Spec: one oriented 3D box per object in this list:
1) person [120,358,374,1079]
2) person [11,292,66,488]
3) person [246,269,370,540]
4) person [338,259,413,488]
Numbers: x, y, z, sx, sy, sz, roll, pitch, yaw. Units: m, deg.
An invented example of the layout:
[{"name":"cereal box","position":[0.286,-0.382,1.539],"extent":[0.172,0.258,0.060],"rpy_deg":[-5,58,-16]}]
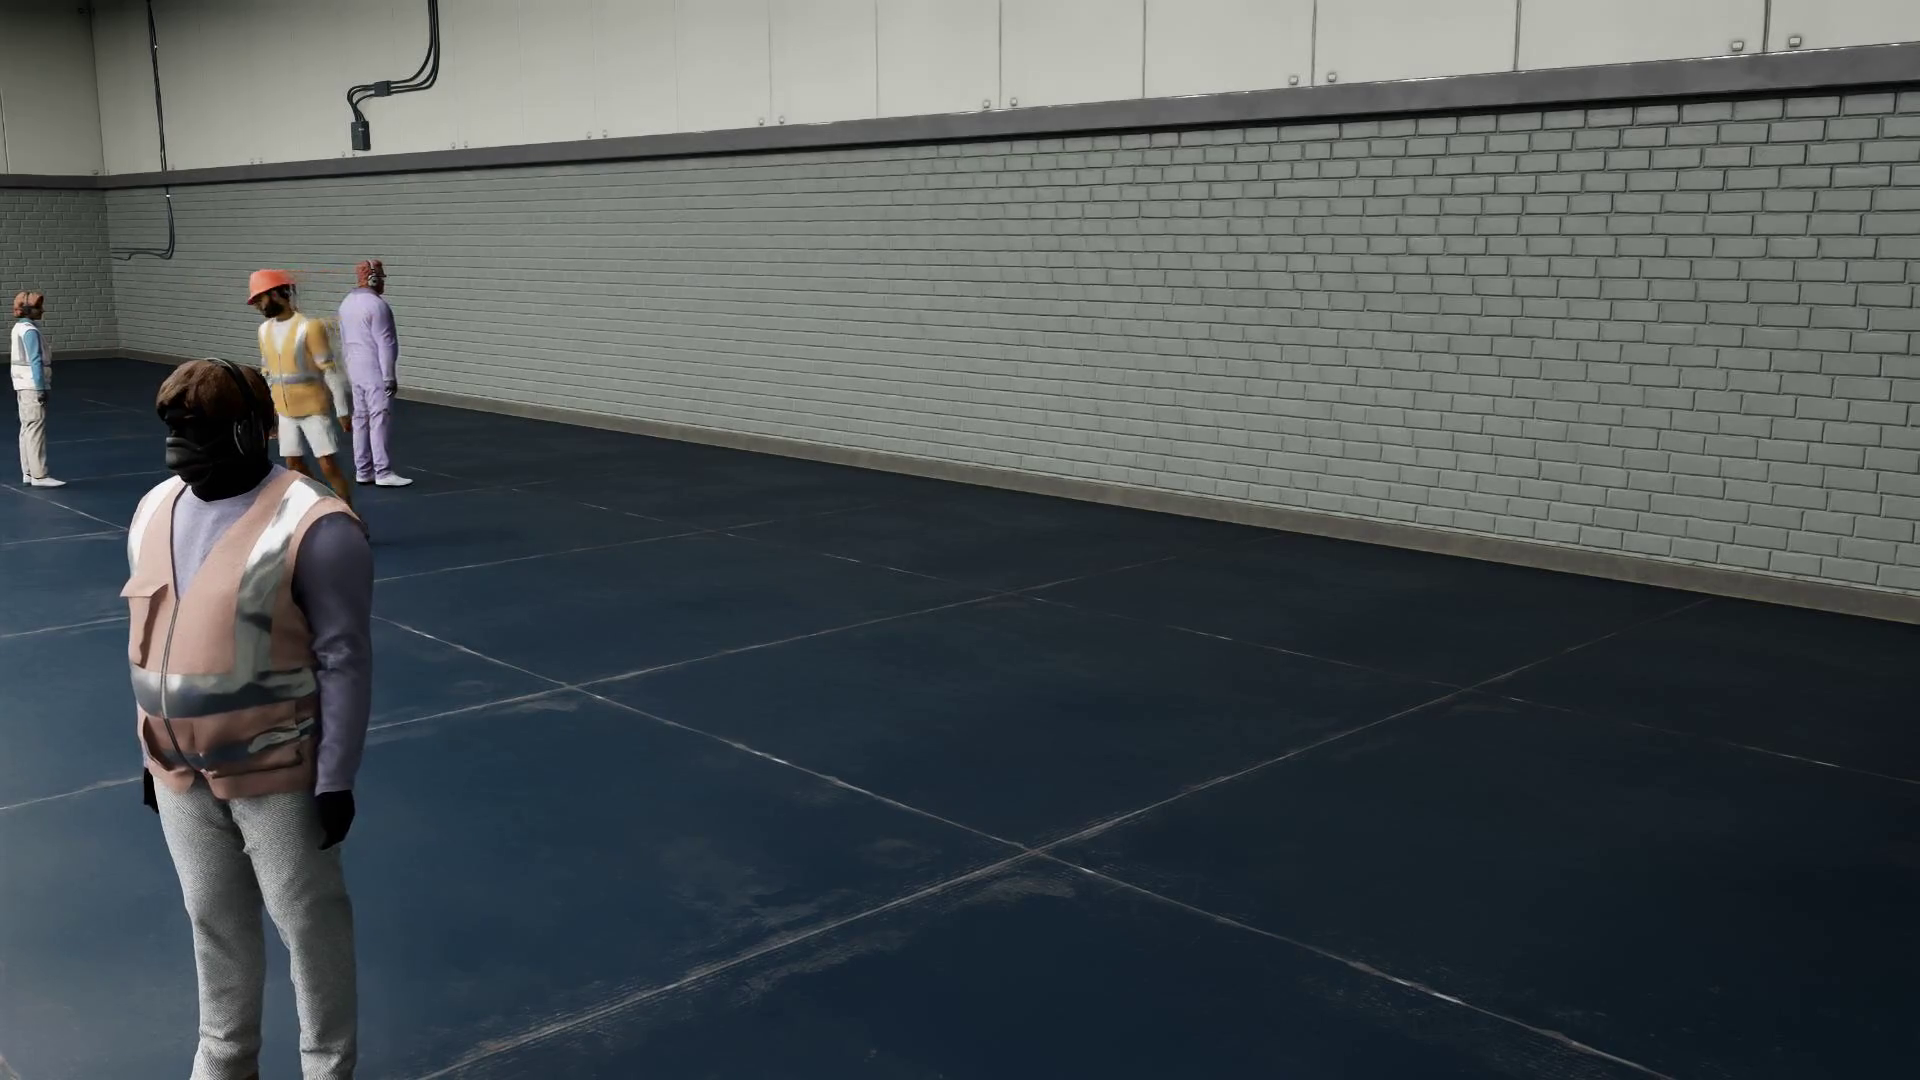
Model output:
[{"name":"person","position":[-1.631,0.511,3.787],"extent":[0.622,1.845,0.429],"rpy_deg":[4,11,19]},{"name":"person","position":[-7.807,-1.263,14.018],"extent":[0.314,1.636,0.517],"rpy_deg":[-9,13,-39]},{"name":"person","position":[-4.407,-0.875,11.225],"extent":[0.678,1.886,0.493],"rpy_deg":[4,11,20]},{"name":"person","position":[-4.944,-1.407,14.069],"extent":[0.643,1.908,0.399],"rpy_deg":[9,14,41]}]
